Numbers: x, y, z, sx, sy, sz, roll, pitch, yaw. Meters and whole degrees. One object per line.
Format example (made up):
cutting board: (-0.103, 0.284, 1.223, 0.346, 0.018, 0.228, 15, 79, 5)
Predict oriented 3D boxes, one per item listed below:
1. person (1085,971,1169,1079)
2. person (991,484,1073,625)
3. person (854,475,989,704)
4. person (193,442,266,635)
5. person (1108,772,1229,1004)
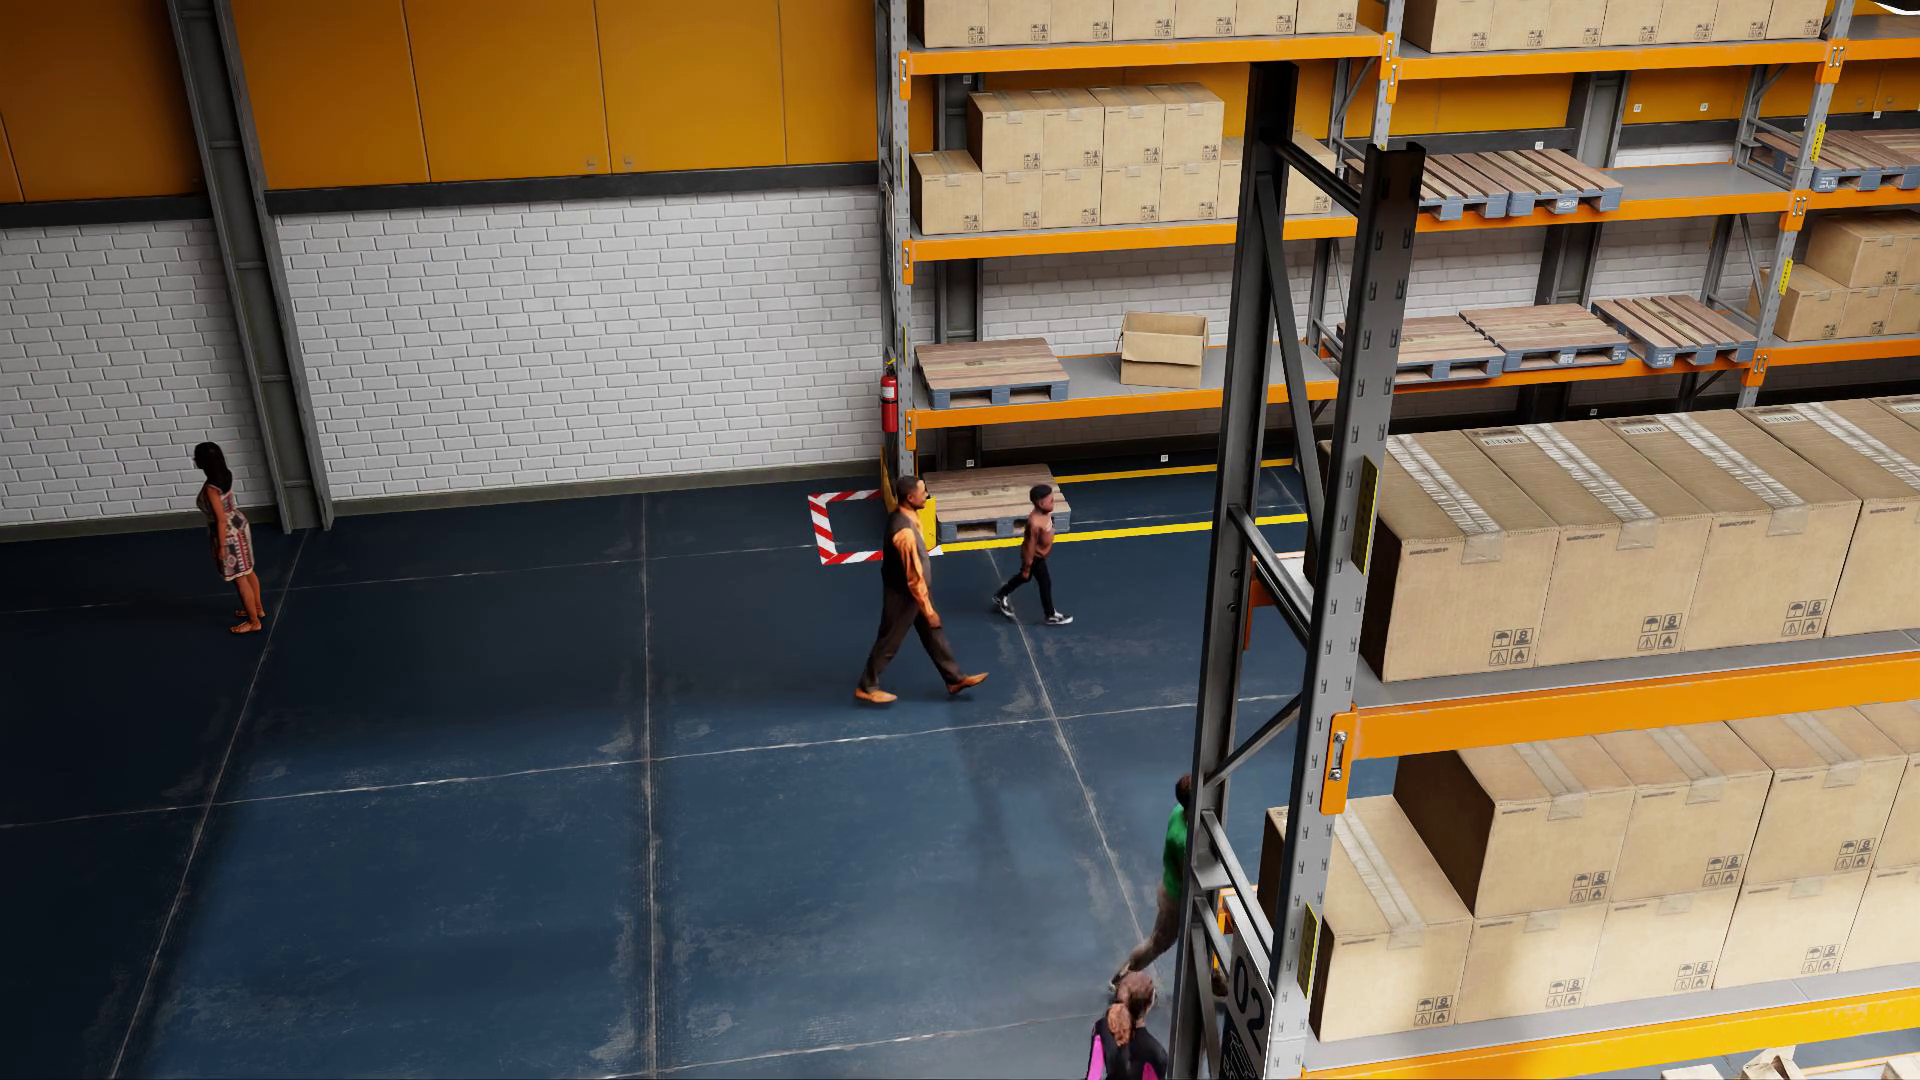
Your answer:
person: (0.742, 2.827, 7.908, 0.983, 1.701, 1.151, 25, 37, 38)
person: (0.529, 0.110, 13.376, 0.997, 1.233, 0.783, 9, 30, 15)
person: (-0.505, 0.422, 12.151, 1.310, 1.859, 0.916, 2, 29, 4)
person: (-5.803, -0.034, 13.211, 0.521, 1.645, 0.651, -4, 29, -7)
person: (1.181, 2.024, 9.479, 1.165, 1.606, 0.922, 8, 30, 15)
